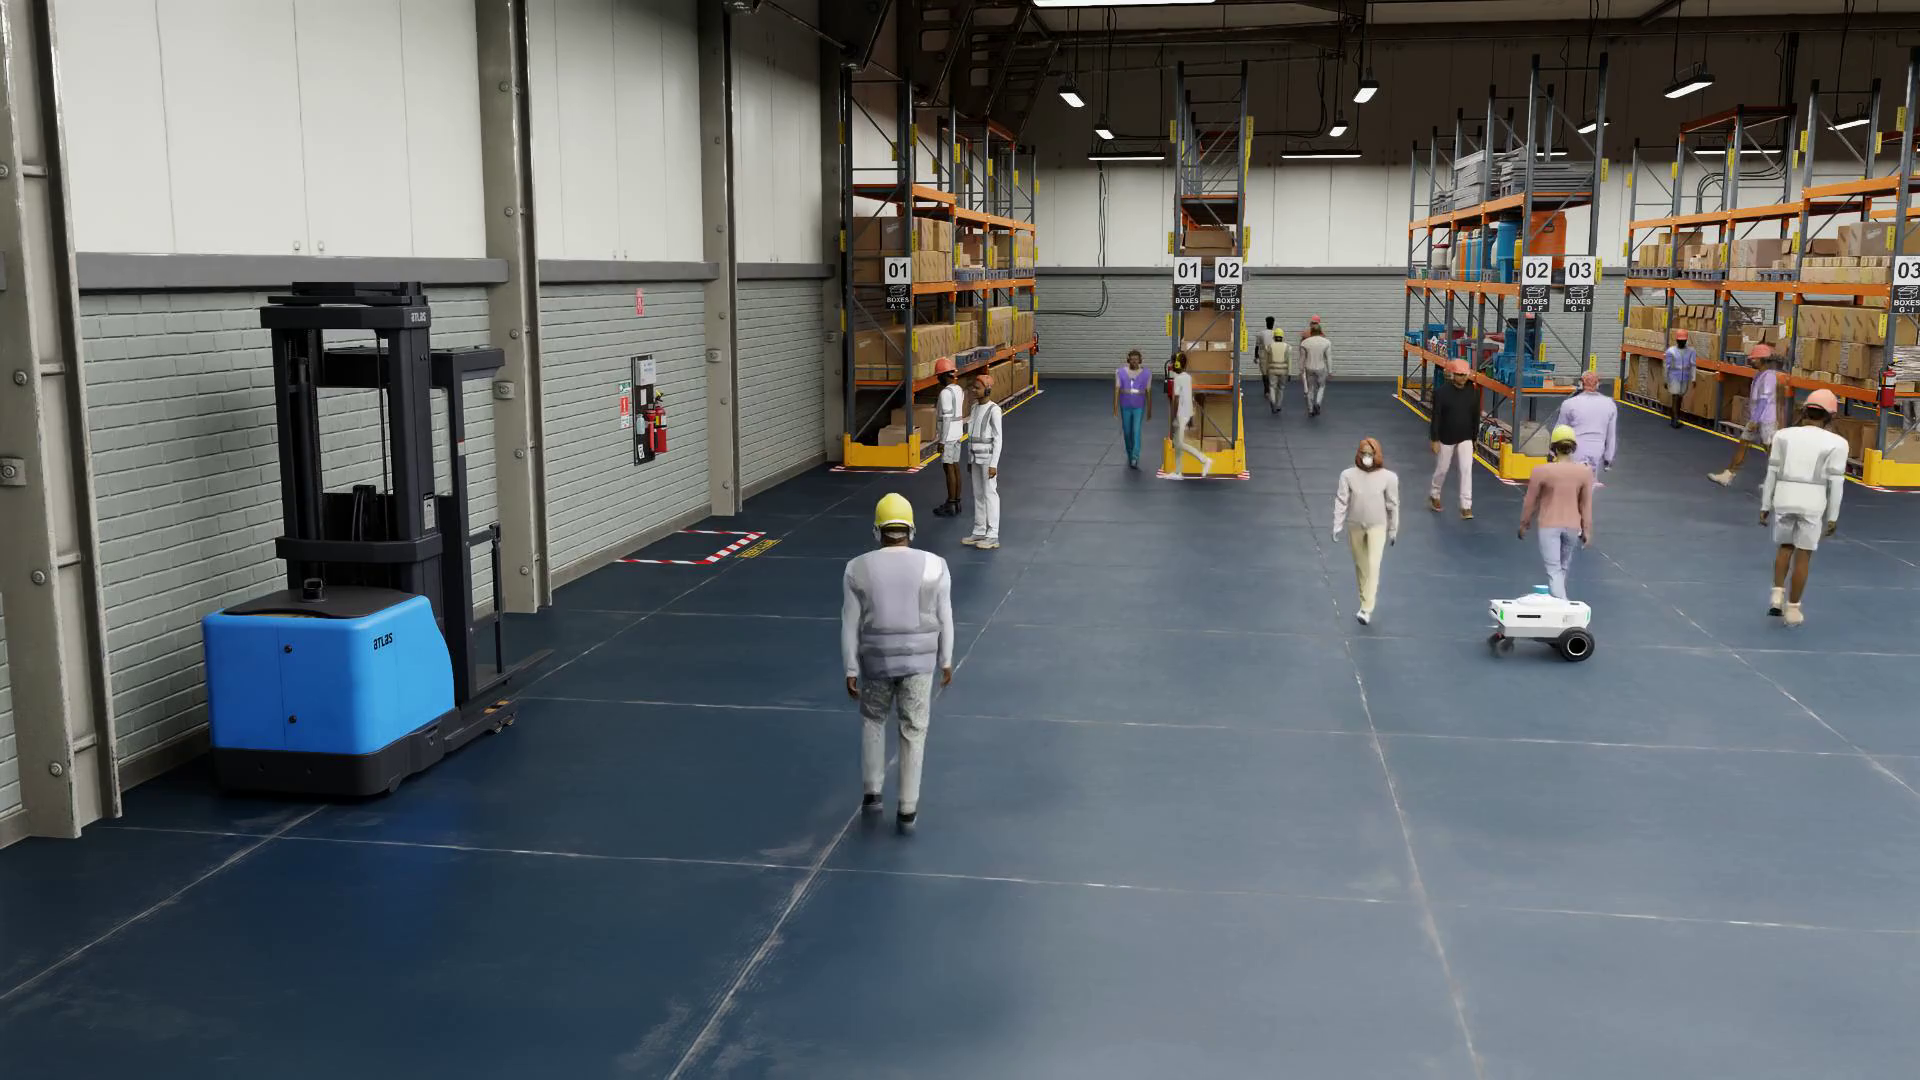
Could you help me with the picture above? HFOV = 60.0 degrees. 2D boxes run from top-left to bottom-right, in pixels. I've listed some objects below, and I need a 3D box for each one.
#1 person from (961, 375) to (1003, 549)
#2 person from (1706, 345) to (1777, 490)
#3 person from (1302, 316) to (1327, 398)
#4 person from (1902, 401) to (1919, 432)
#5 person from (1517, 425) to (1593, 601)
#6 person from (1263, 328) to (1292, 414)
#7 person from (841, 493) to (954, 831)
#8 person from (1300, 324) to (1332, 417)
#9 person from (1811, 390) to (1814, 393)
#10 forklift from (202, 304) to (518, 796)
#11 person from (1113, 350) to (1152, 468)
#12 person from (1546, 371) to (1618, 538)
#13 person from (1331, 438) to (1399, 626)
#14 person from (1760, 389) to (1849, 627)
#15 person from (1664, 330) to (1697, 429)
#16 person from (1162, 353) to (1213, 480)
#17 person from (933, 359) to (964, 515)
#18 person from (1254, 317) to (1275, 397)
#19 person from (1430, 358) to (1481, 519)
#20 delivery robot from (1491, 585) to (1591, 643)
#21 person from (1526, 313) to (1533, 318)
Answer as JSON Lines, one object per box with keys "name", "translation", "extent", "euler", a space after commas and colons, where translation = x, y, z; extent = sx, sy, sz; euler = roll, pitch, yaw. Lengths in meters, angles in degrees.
{"name": "person", "translation": [0.249, -0.861, 18.157], "extent": [0.355, 1.884, 0.575], "euler": [-5, 11, -30]}
{"name": "person", "translation": [10.871, -1.673, 22.833], "extent": [1.017, 1.995, 0.614], "euler": [1, 9, 6]}
{"name": "person", "translation": [8.384, -4.342, 39.456], "extent": [0.608, 1.946, 1.030], "euler": [4, 10, 21]}
{"name": "person", "translation": [16.330, -2.509, 28.452], "extent": [0.429, 1.844, 0.627], "euler": [-2, 9, -11]}
{"name": "person", "translation": [5.008, -0.096, 13.952], "extent": [0.533, 1.716, 0.890], "euler": [-1, 9, -3]}
{"name": "person", "translation": [6.681, -3.555, 35.007], "extent": [0.599, 1.811, 0.746], "euler": [1, 9, 8]}
{"name": "person", "translation": [-0.335, 0.647, 9.063], "extent": [0.607, 1.812, 0.565], "euler": [0, 9, -1]}
{"name": "person", "translation": [7.334, -3.494, 34.325], "extent": [0.662, 1.907, 0.430], "euler": [3, 10, 18]}
{"name": "person", "translation": [19.512, -3.966, 37.534], "extent": [0.662, 1.804, 0.885], "euler": [3, 10, 16]}
{"name": "forklift", "translation": [-3.673, -0.038, 10.147], "extent": [1.129, 2.768, 1.873], "euler": [1, 9, 9]}
{"name": "person", "translation": [2.677, -2.050, 25.721], "extent": [0.584, 1.809, 0.870], "euler": [2, 10, 15]}
{"name": "person", "translation": [7.056, -0.989, 18.996], "extent": [0.651, 1.873, 0.839], "euler": [-1, 9, -7]}
{"name": "person", "translation": [3.451, -0.070, 14.187], "extent": [0.507, 1.584, 0.895], "euler": [5, 10, 27]}
{"name": "person", "translation": [7.176, -0.279, 14.163], "extent": [0.641, 2.014, 0.525], "euler": [9, 13, 44]}
{"name": "person", "translation": [13.766, -3.066, 31.773], "extent": [0.549, 1.883, 0.976], "euler": [1, 9, 6]}
{"name": "person", "translation": [3.276, -1.764, 23.873], "extent": [0.712, 1.840, 0.535], "euler": [5, 10, 27]}
{"name": "person", "translation": [-0.158, -1.280, 20.606], "extent": [0.371, 1.928, 0.543], "euler": [3, 10, 18]}
{"name": "person", "translation": [7.368, -4.377, 39.754], "extent": [0.607, 1.923, 0.985], "euler": [0, 9, 1]}
{"name": "person", "translation": [6.094, -1.281, 20.567], "extent": [0.639, 1.956, 1.002], "euler": [0, 9, -2]}
{"name": "delivery robot", "translation": [4.561, 0.599, 13.081], "extent": [0.707, 0.478, 0.477], "euler": [1, 9, 6]}
{"name": "person", "translation": [13.710, -4.485, 40.199], "extent": [0.615, 1.987, 0.406], "euler": [-6, 11, -33]}
